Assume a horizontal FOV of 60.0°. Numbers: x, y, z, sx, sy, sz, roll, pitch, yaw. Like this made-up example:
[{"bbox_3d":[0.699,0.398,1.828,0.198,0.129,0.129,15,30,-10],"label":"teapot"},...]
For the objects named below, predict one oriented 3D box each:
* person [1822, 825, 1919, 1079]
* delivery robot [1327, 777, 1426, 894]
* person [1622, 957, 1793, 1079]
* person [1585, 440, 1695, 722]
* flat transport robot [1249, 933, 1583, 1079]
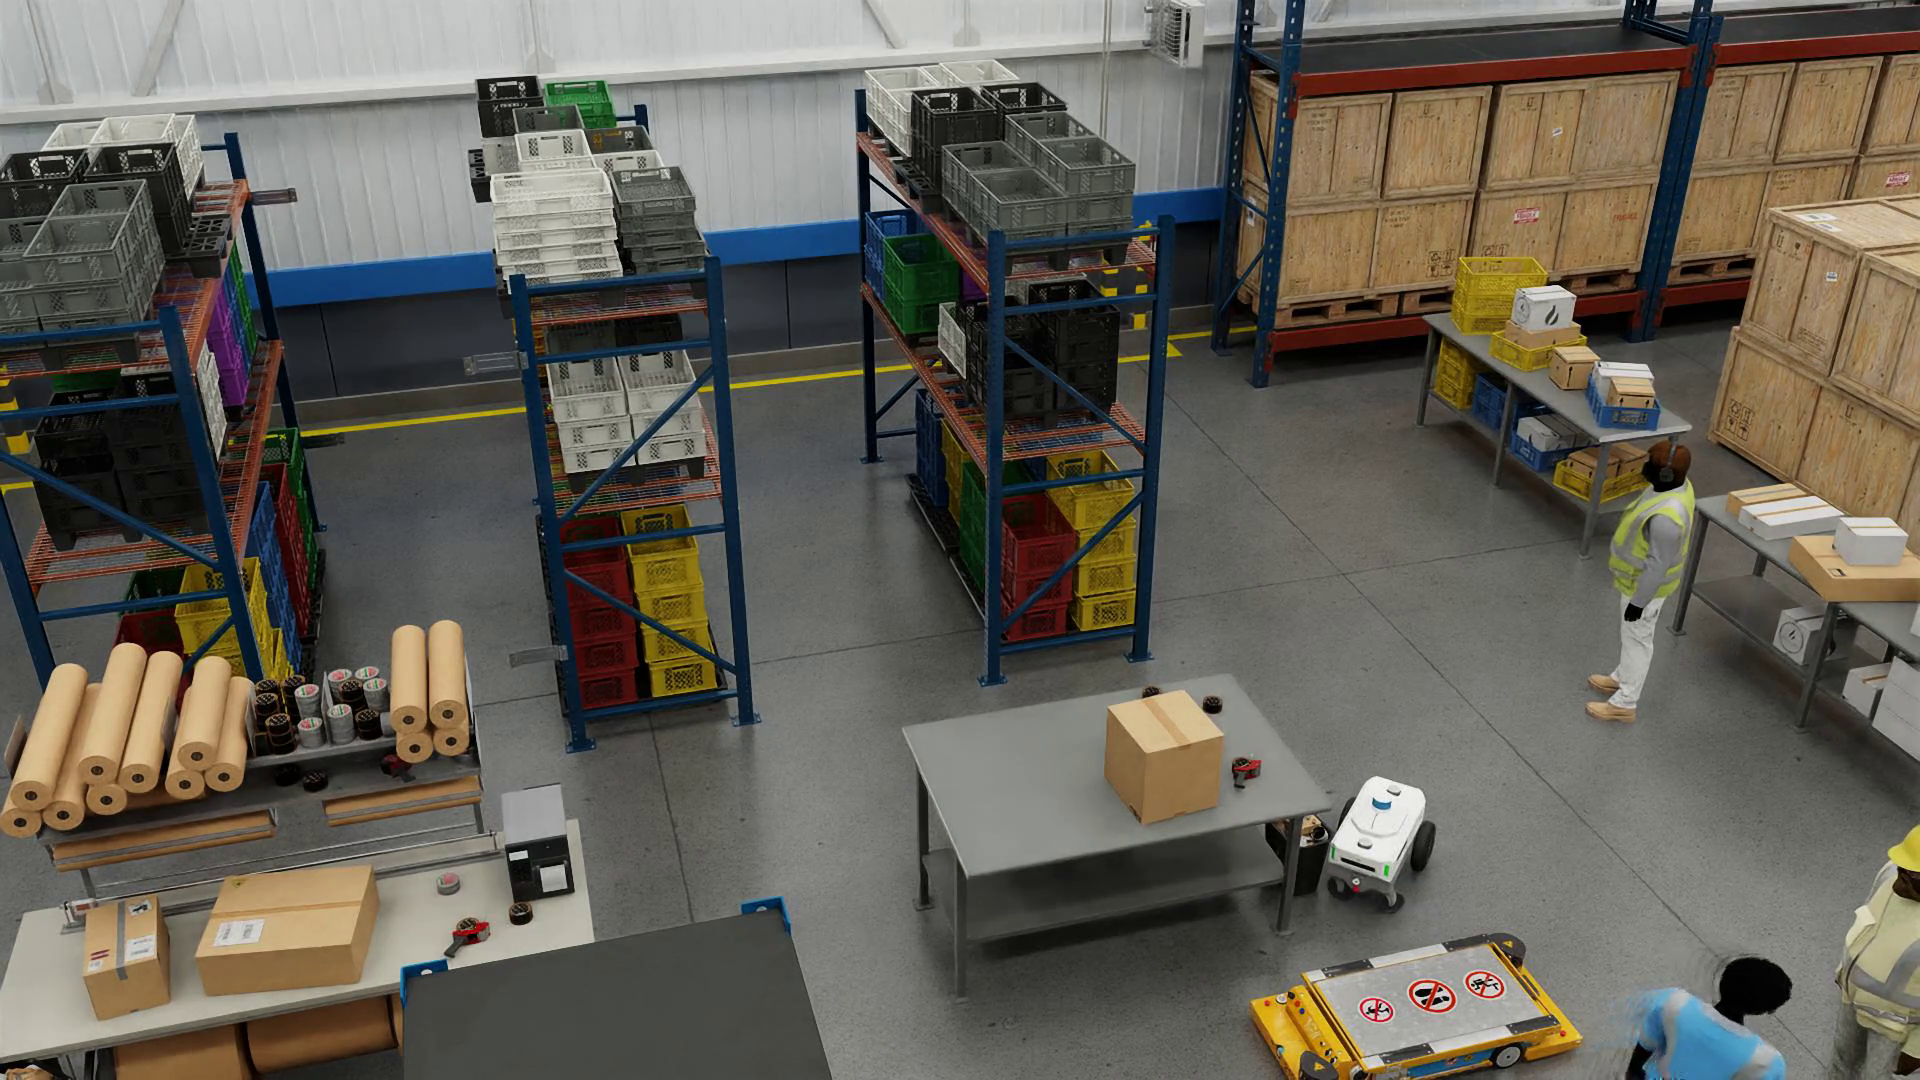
[{"bbox_3d":[3.887,1.936,7.001,0.404,1.832,0.596,-2,29,-4],"label":"person"},{"bbox_3d":[2.233,1.565,8.899,0.477,0.478,0.707,15,32,26],"label":"delivery robot"},{"bbox_3d":[2.827,2.257,6.594,0.706,1.659,0.327,25,37,37],"label":"person"},{"bbox_3d":[4.127,0.244,10.070,0.429,1.845,0.622,12,31,21],"label":"person"},{"bbox_3d":[2.184,2.282,7.980,1.431,0.197,0.652,-8,30,-14],"label":"flat transport robot"}]
